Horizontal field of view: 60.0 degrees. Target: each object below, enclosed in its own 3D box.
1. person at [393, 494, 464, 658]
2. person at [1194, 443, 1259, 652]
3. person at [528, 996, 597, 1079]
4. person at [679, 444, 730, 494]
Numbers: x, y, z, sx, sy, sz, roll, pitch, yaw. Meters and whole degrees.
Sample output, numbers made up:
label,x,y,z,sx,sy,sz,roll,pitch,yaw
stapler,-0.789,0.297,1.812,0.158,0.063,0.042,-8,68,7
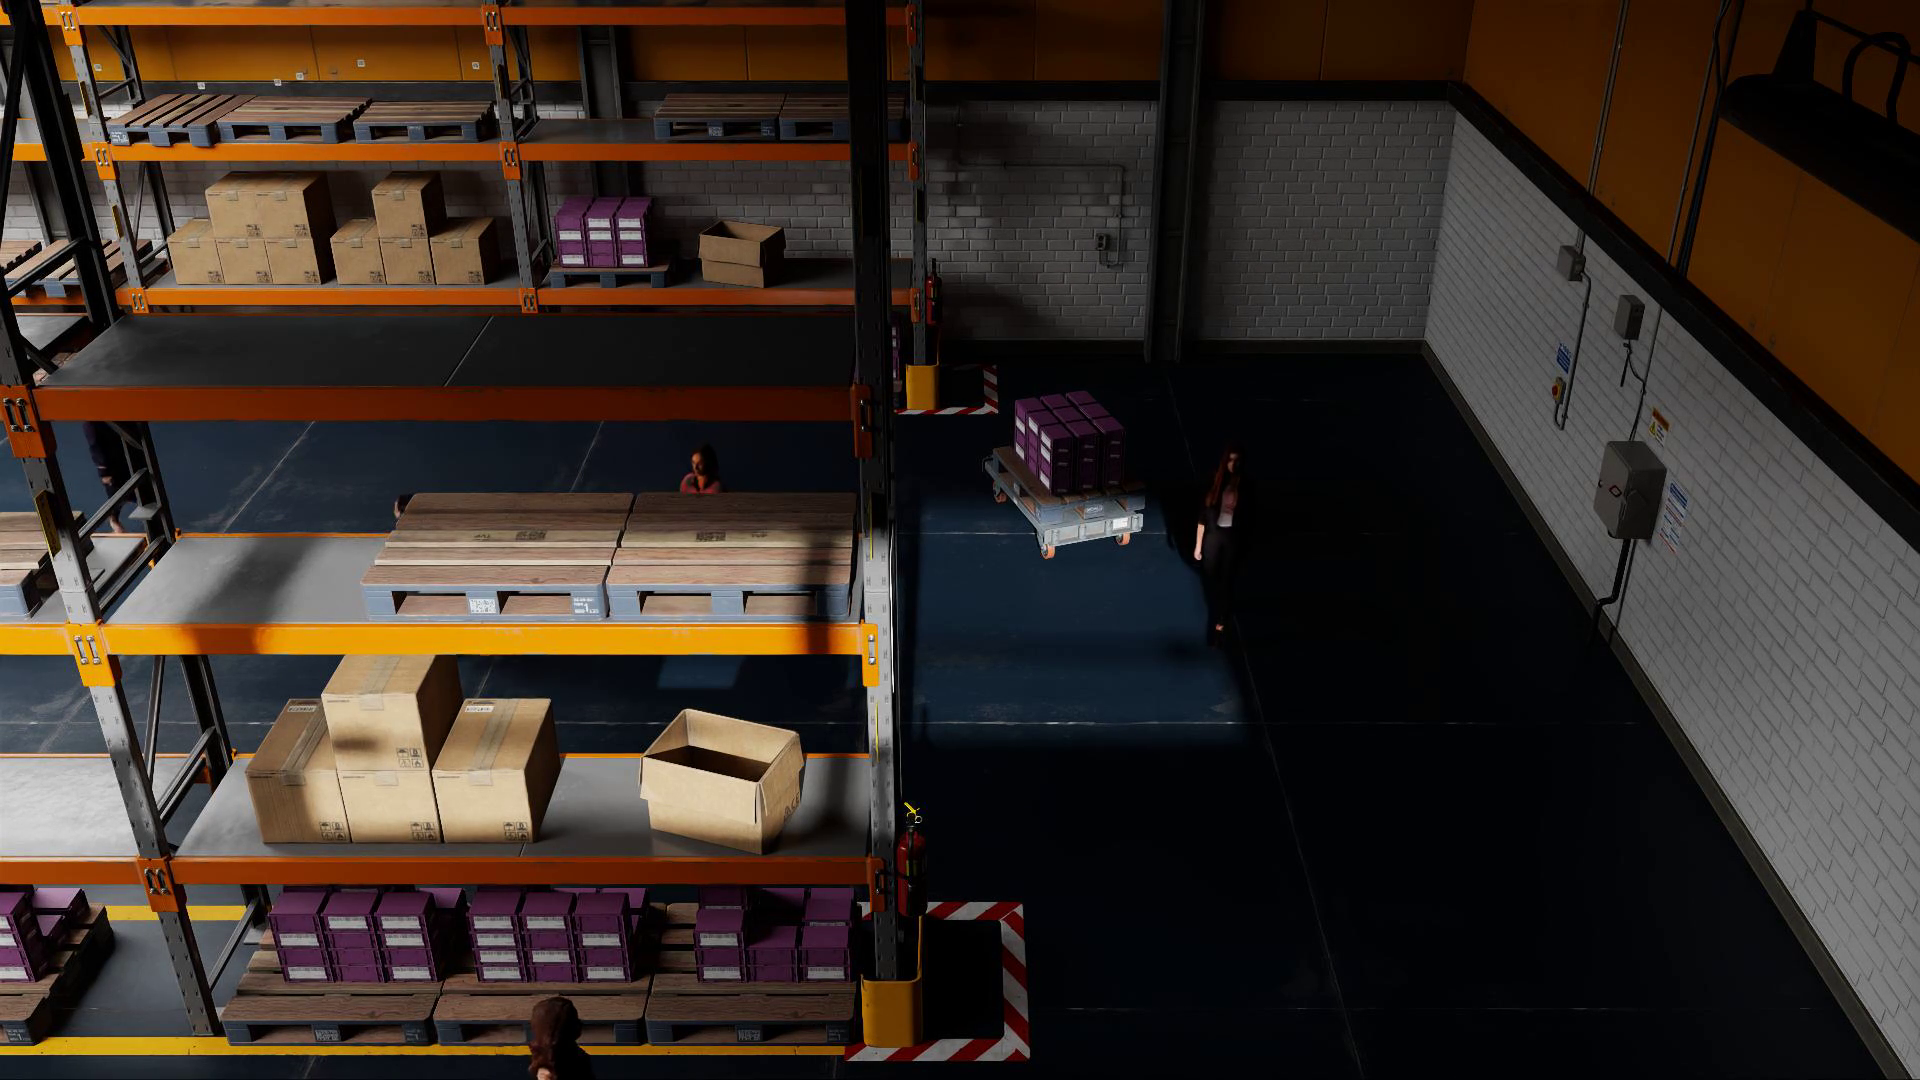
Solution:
label,x,y,z,sx,sy,sz,roll,pitch,yaw
person,-4.096,0.307,12.927,0.779,1.457,0.644,-4,29,-7
person,2.120,-0.030,13.303,1.105,1.689,0.903,9,30,16
person,-1.959,2.871,7.972,1.195,1.699,0.818,-7,29,-13
person,-1.975,-0.008,13.280,1.008,1.672,0.981,16,32,27
